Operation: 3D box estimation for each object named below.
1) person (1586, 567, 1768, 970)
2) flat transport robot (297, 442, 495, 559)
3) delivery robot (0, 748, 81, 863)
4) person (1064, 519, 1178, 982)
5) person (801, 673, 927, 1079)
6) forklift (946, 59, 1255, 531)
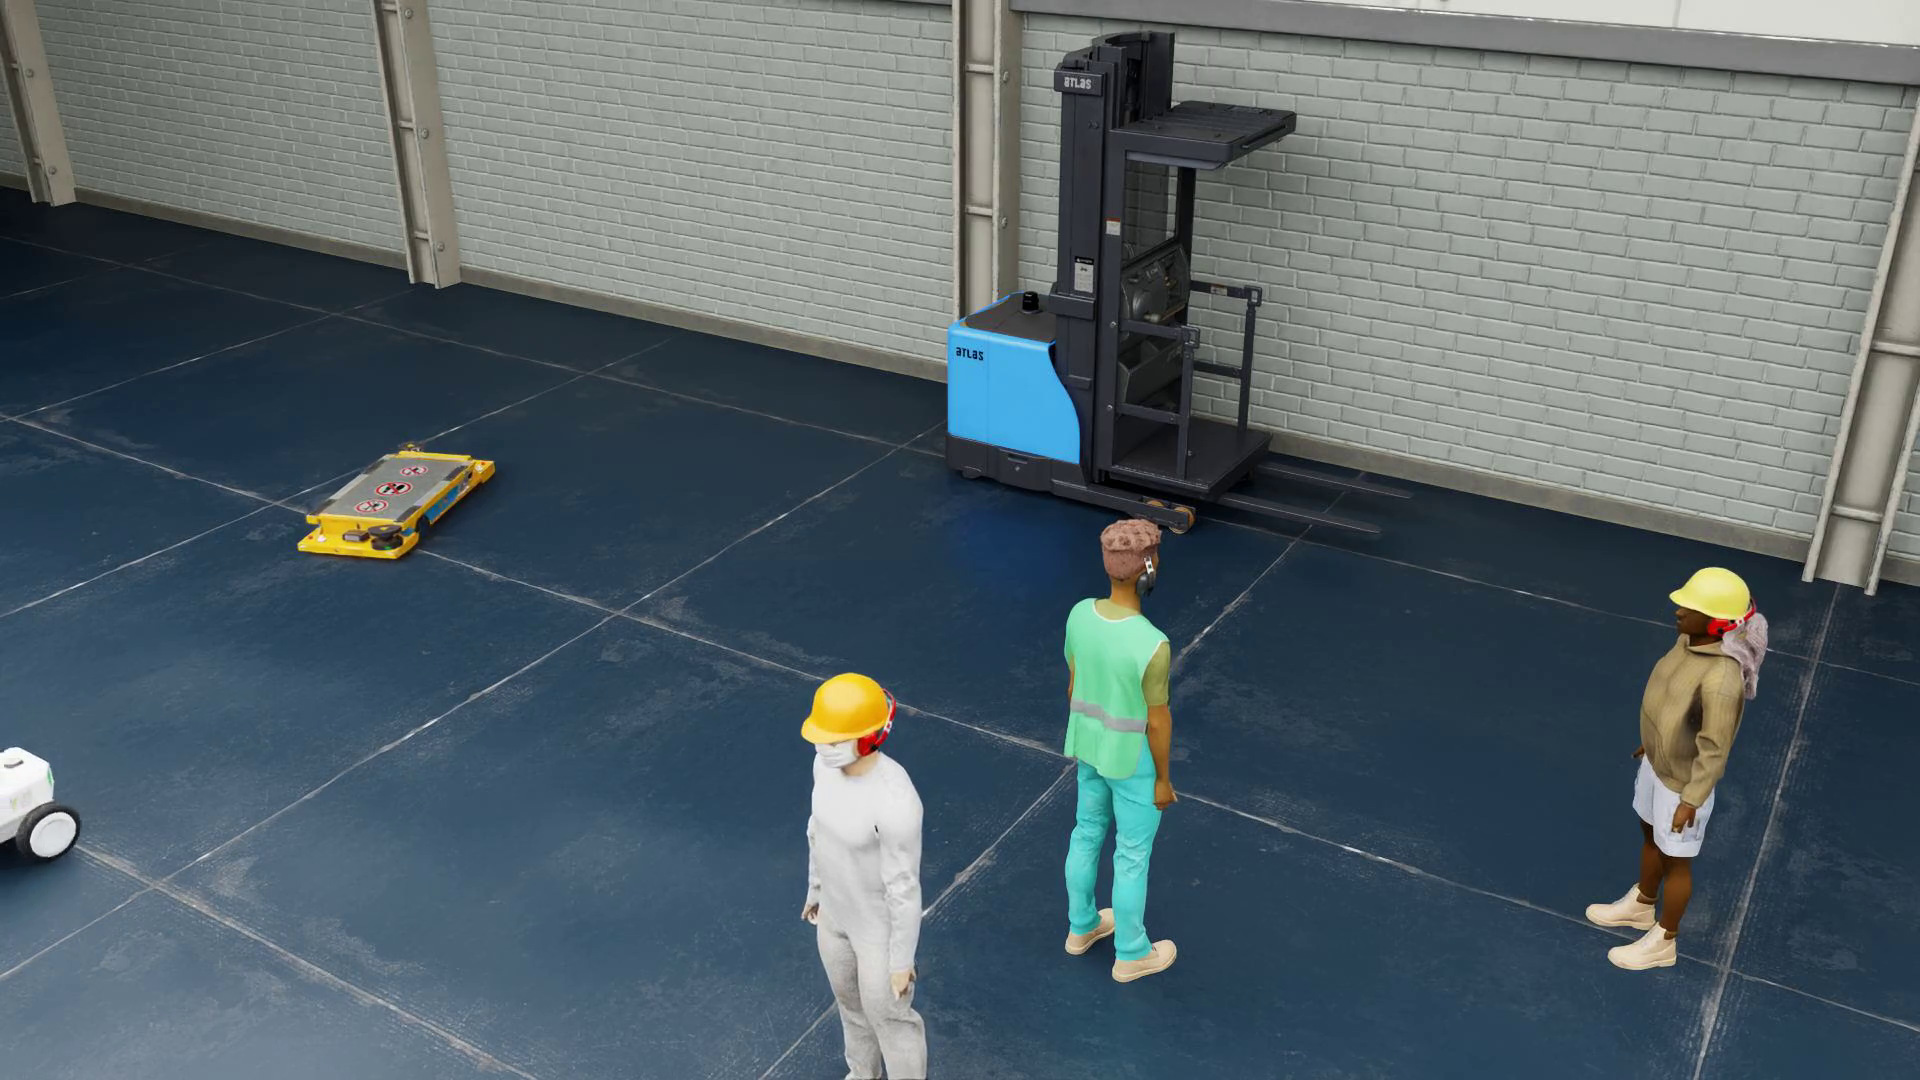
[{"bbox_3d":[2.871,0.902,6.599,0.405,1.765,0.531,1,25,2],"label":"person"},{"bbox_3d":[-3.640,-0.267,10.824,0.659,0.231,1.431,4,26,9],"label":"flat transport robot"},{"bbox_3d":[-4.358,1.232,7.334,0.499,0.608,0.793,15,29,29],"label":"delivery robot"},{"bbox_3d":[0.617,0.838,6.492,0.404,1.979,0.486,-22,33,-39],"label":"person"},{"bbox_3d":[-0.342,1.280,5.662,0.380,1.889,0.561,-19,31,-34],"label":"person"},{"bbox_3d":[0.933,-1.707,10.833,1.873,2.768,1.129,15,29,28],"label":"forklift"}]
